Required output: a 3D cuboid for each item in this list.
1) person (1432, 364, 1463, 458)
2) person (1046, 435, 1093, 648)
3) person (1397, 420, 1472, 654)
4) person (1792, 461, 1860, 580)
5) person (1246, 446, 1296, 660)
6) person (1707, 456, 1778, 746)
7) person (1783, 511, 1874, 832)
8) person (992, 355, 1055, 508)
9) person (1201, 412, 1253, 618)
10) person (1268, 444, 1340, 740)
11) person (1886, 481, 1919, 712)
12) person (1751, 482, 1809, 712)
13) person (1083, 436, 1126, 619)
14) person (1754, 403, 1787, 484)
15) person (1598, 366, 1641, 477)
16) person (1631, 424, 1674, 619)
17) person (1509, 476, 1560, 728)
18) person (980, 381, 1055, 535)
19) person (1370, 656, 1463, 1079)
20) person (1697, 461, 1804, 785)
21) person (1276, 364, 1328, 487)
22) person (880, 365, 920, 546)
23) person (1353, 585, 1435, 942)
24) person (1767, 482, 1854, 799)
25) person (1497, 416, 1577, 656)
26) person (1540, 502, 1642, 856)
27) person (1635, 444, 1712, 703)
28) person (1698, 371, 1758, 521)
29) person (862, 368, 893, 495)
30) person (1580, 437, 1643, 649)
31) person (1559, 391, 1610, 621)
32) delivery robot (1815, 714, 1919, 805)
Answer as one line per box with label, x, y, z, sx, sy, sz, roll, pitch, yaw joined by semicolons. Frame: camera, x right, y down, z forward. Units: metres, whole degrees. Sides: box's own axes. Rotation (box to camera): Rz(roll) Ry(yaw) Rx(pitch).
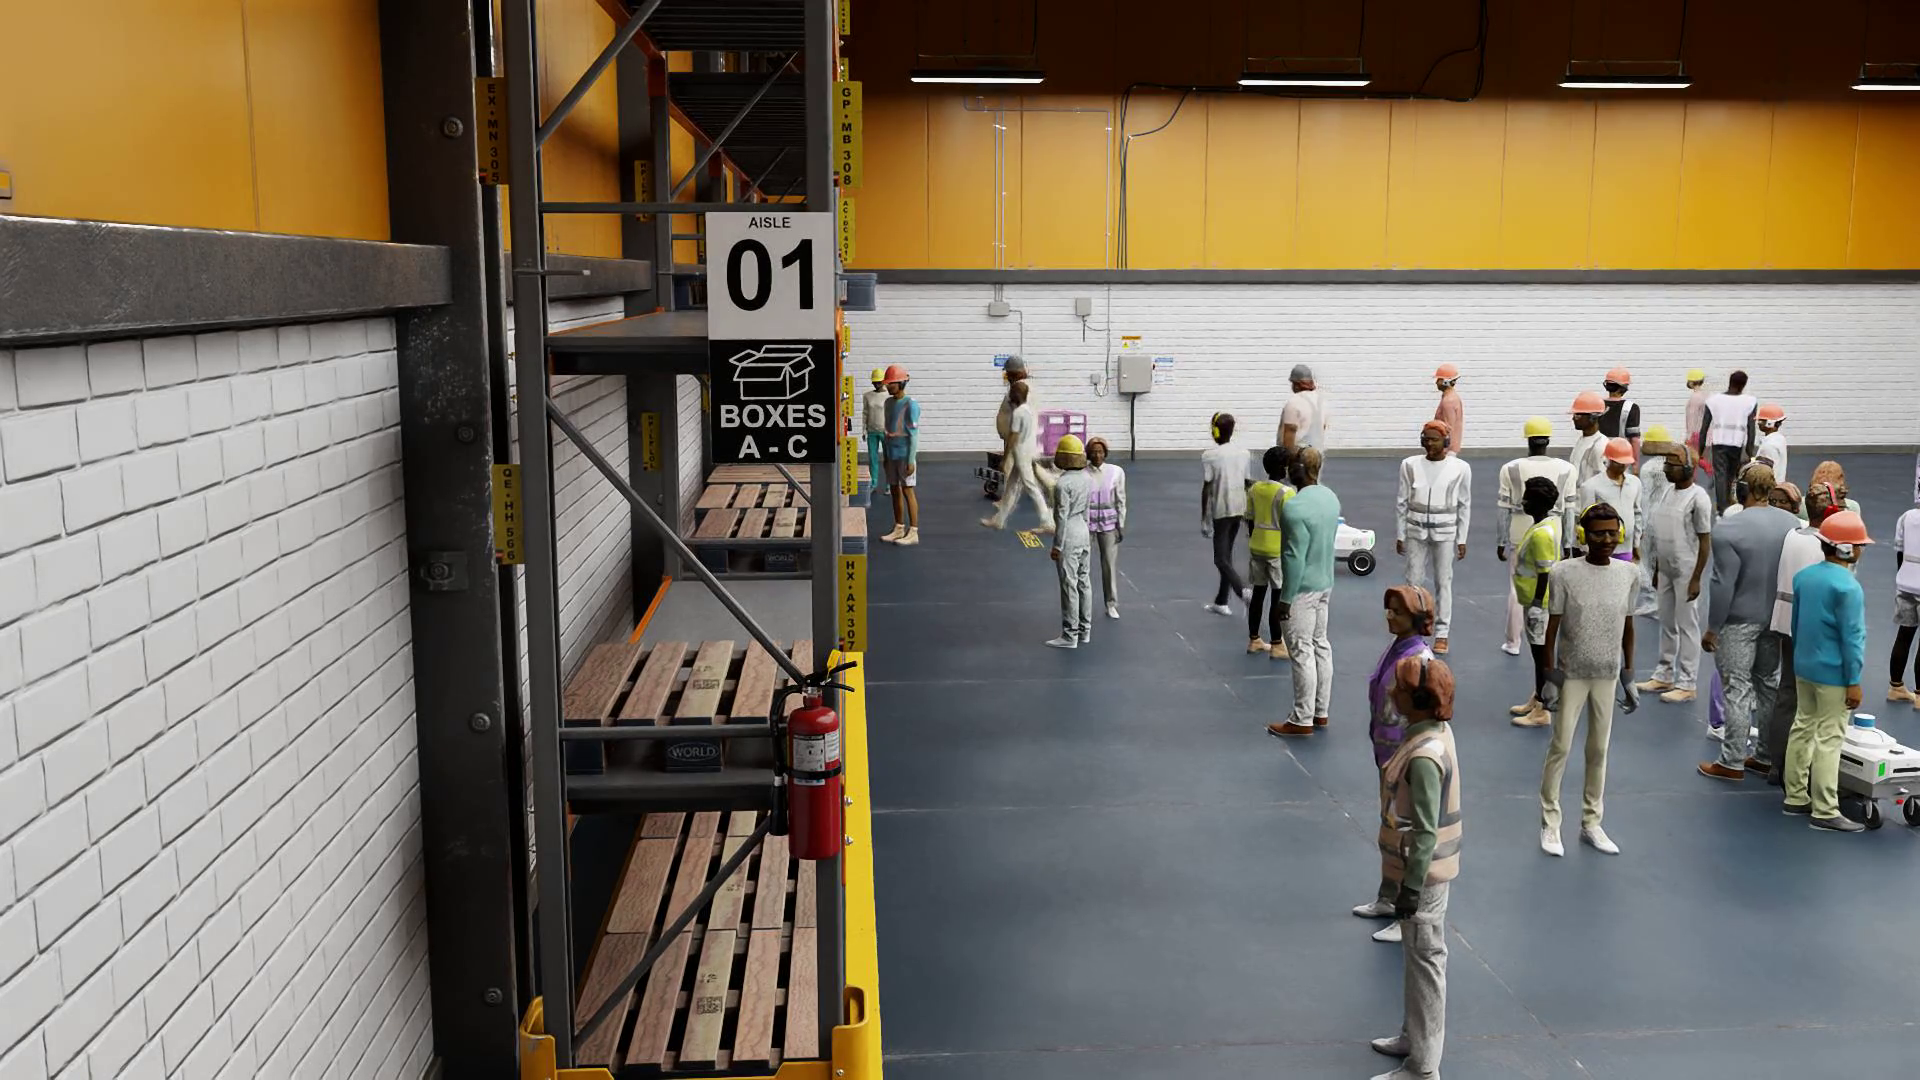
person;5.732;-1.083;19.658;0.382;1.993;0.622;3;10;20
person;0.894;0.008;13.600;0.295;1.744;0.484;6;11;33
person;3.796;-0.027;13.384;0.574;1.881;0.357;5;10;28
person;6.558;0.211;12.661;0.499;1.634;0.279;7;11;36
person;2.482;0.098;13.176;0.316;1.695;0.541;-5;11;-31
person;5.112;0.386;10.815;0.521;1.877;0.328;-9;13;-44
person;4.794;0.710;9.149;0.327;1.753;0.561;-1;9;-3
person;0.876;-1.418;21.621;0.833;2.000;0.691;2;9;15
person;2.400;-0.200;14.660;0.558;1.836;0.758;-5;10;-26
person;2.266;0.336;10.923;0.354;1.937;0.635;7;11;36
person;6.738;0.349;11.598;0.316;1.695;0.541;-1;9;-8
person;5.573;0.418;11.348;0.525;1.639;0.307;7;12;38
person;1.195;-0.101;14.651;0.513;1.631;0.319;-1;9;-4
person;8.114;-0.499;16.744;0.328;1.753;0.560;5;10;30
person;7.126;-0.868;18.160;0.608;2.044;0.372;9;13;44
person;6.096;-0.158;14.667;0.519;1.732;0.342;-6;11;-34
person;3.886;0.415;11.187;0.321;1.695;0.537;3;10;19
person;0.705;-0.958;19.508;0.969;1.800;0.532;3;10;20
person;1.711;1.235;6.211;0.309;1.641;0.513;3;9;17
person;4.706;0.494;9.933;0.628;1.940;0.378;-3;10;-18
person;3.857;-1.030;19.183;0.706;2.000;0.682;-7;11;-37
person;-0.697;-0.950;18.713;0.405;2.034;0.608;-6;11;-35
person;2.025;1.010;7.622;0.307;1.643;0.514;0;9;-2
person;4.955;0.578;9.694;0.389;1.846;0.567;-2;9;-11
person;4.570;-0.023;13.243;0.587;1.919;0.397;2;9;13
person;3.305;0.724;8.705;0.521;1.873;0.334;0;9;-2
person;5.110;0.237;11.839;0.345;1.845;0.505;-2;9;-11
person;9.534;-1.170;20.685;0.629;1.839;1.011;3;10;20
person;-1.116;-1.493;22.986;0.525;1.761;0.340;4;10;24
person;5.275;0.035;13.438;0.574;1.741;0.354;-3;9;-17
person;5.365;-0.255;14.311;0.373;2.044;0.606;0;9;2
delivery robot;5.084;1.226;9.378;0.477;0.478;0.707;-2;9;-11
